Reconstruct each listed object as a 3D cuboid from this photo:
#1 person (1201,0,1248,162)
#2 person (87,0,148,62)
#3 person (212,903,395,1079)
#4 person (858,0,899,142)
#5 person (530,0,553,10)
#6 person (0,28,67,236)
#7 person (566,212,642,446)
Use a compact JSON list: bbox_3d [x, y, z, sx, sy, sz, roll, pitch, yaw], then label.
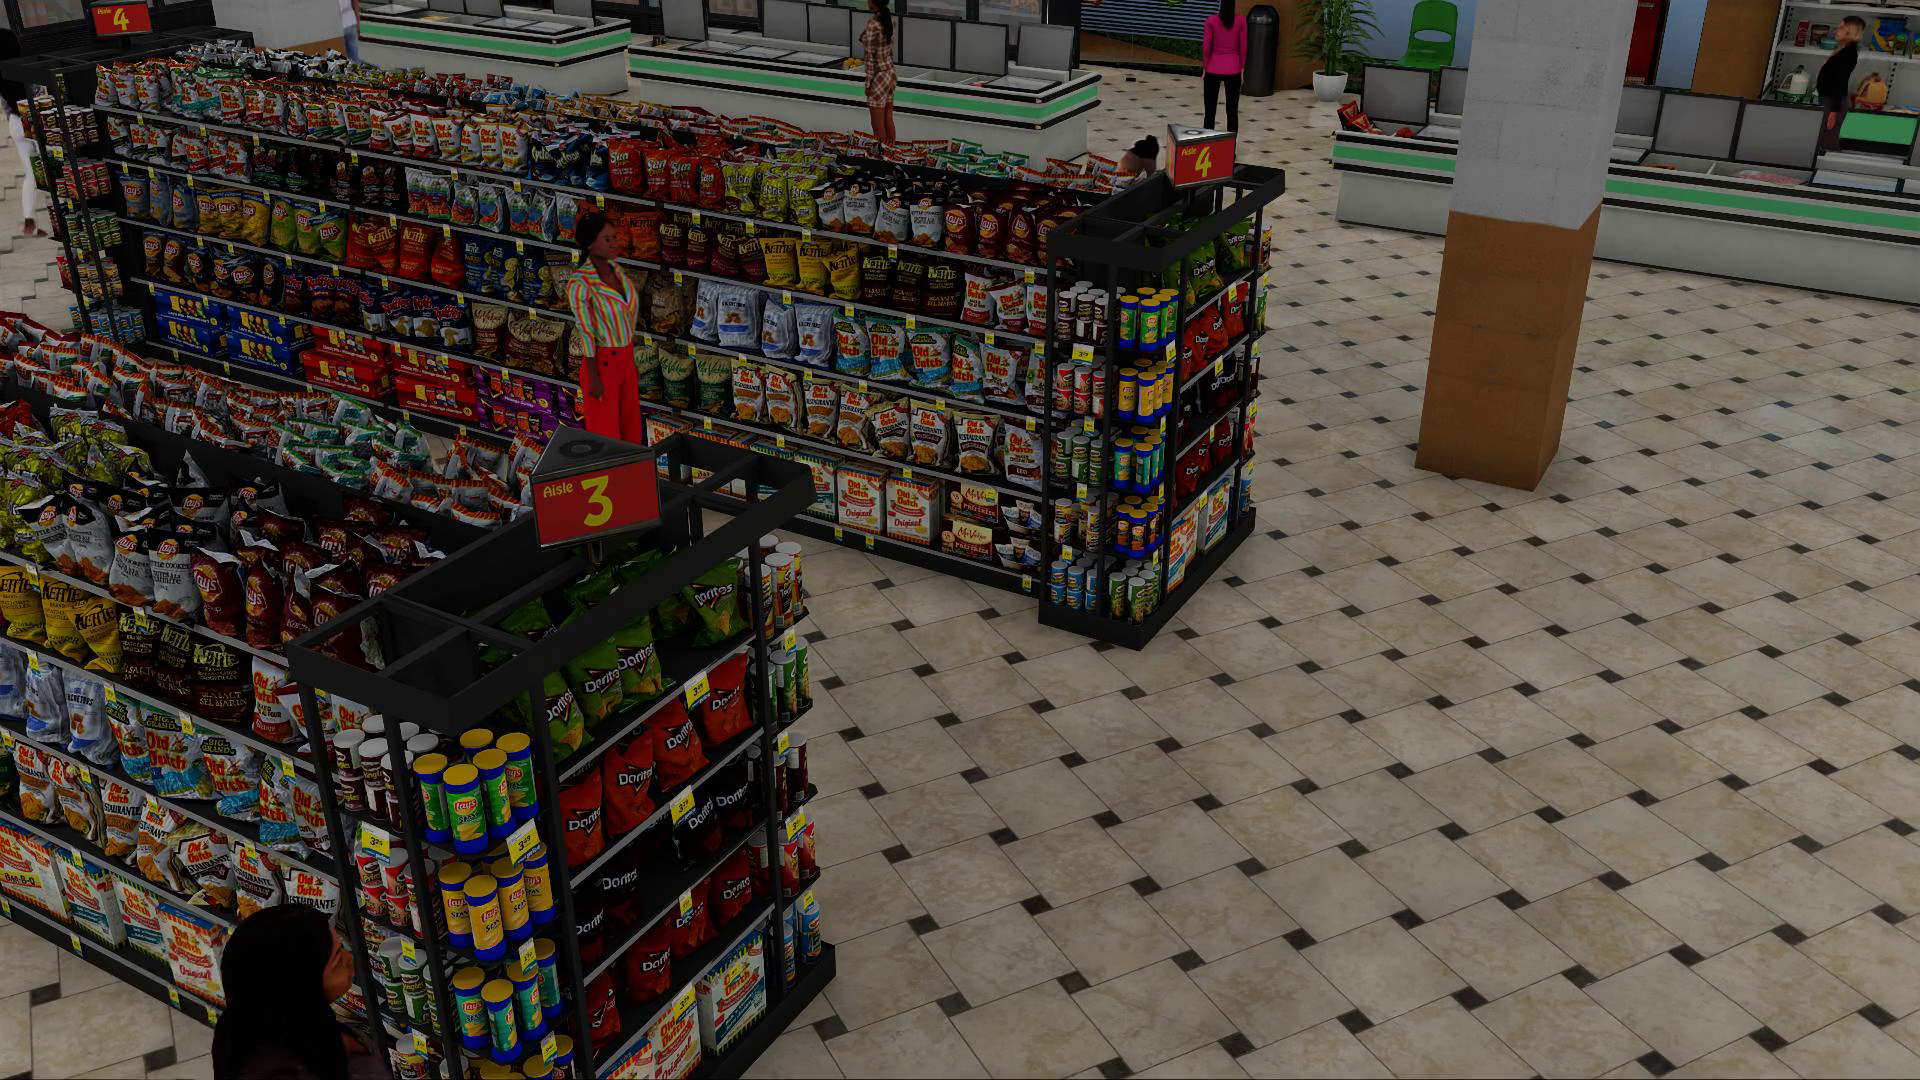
[{"bbox_3d":[2.542,-4.503,16.065,0.642,1.699,0.736,2,27,3],"label":"person"},{"bbox_3d":[-8.155,-4.654,16.225,0.591,1.822,0.684,16,31,28],"label":"person"},{"bbox_3d":[-1.560,1.644,3.830,1.013,1.801,1.130,-19,32,-32],"label":"person"},{"bbox_3d":[-0.731,-4.229,15.419,0.547,1.795,0.580,13,30,24],"label":"person"},{"bbox_3d":[-5.707,-7.688,22.284,0.557,1.754,0.595,21,34,35],"label":"person"},{"bbox_3d":[-7.689,-3.347,13.754,0.723,1.726,0.755,7,28,14],"label":"person"},{"bbox_3d":[-1.842,-0.844,8.745,0.566,1.793,0.623,11,29,20],"label":"person"}]
